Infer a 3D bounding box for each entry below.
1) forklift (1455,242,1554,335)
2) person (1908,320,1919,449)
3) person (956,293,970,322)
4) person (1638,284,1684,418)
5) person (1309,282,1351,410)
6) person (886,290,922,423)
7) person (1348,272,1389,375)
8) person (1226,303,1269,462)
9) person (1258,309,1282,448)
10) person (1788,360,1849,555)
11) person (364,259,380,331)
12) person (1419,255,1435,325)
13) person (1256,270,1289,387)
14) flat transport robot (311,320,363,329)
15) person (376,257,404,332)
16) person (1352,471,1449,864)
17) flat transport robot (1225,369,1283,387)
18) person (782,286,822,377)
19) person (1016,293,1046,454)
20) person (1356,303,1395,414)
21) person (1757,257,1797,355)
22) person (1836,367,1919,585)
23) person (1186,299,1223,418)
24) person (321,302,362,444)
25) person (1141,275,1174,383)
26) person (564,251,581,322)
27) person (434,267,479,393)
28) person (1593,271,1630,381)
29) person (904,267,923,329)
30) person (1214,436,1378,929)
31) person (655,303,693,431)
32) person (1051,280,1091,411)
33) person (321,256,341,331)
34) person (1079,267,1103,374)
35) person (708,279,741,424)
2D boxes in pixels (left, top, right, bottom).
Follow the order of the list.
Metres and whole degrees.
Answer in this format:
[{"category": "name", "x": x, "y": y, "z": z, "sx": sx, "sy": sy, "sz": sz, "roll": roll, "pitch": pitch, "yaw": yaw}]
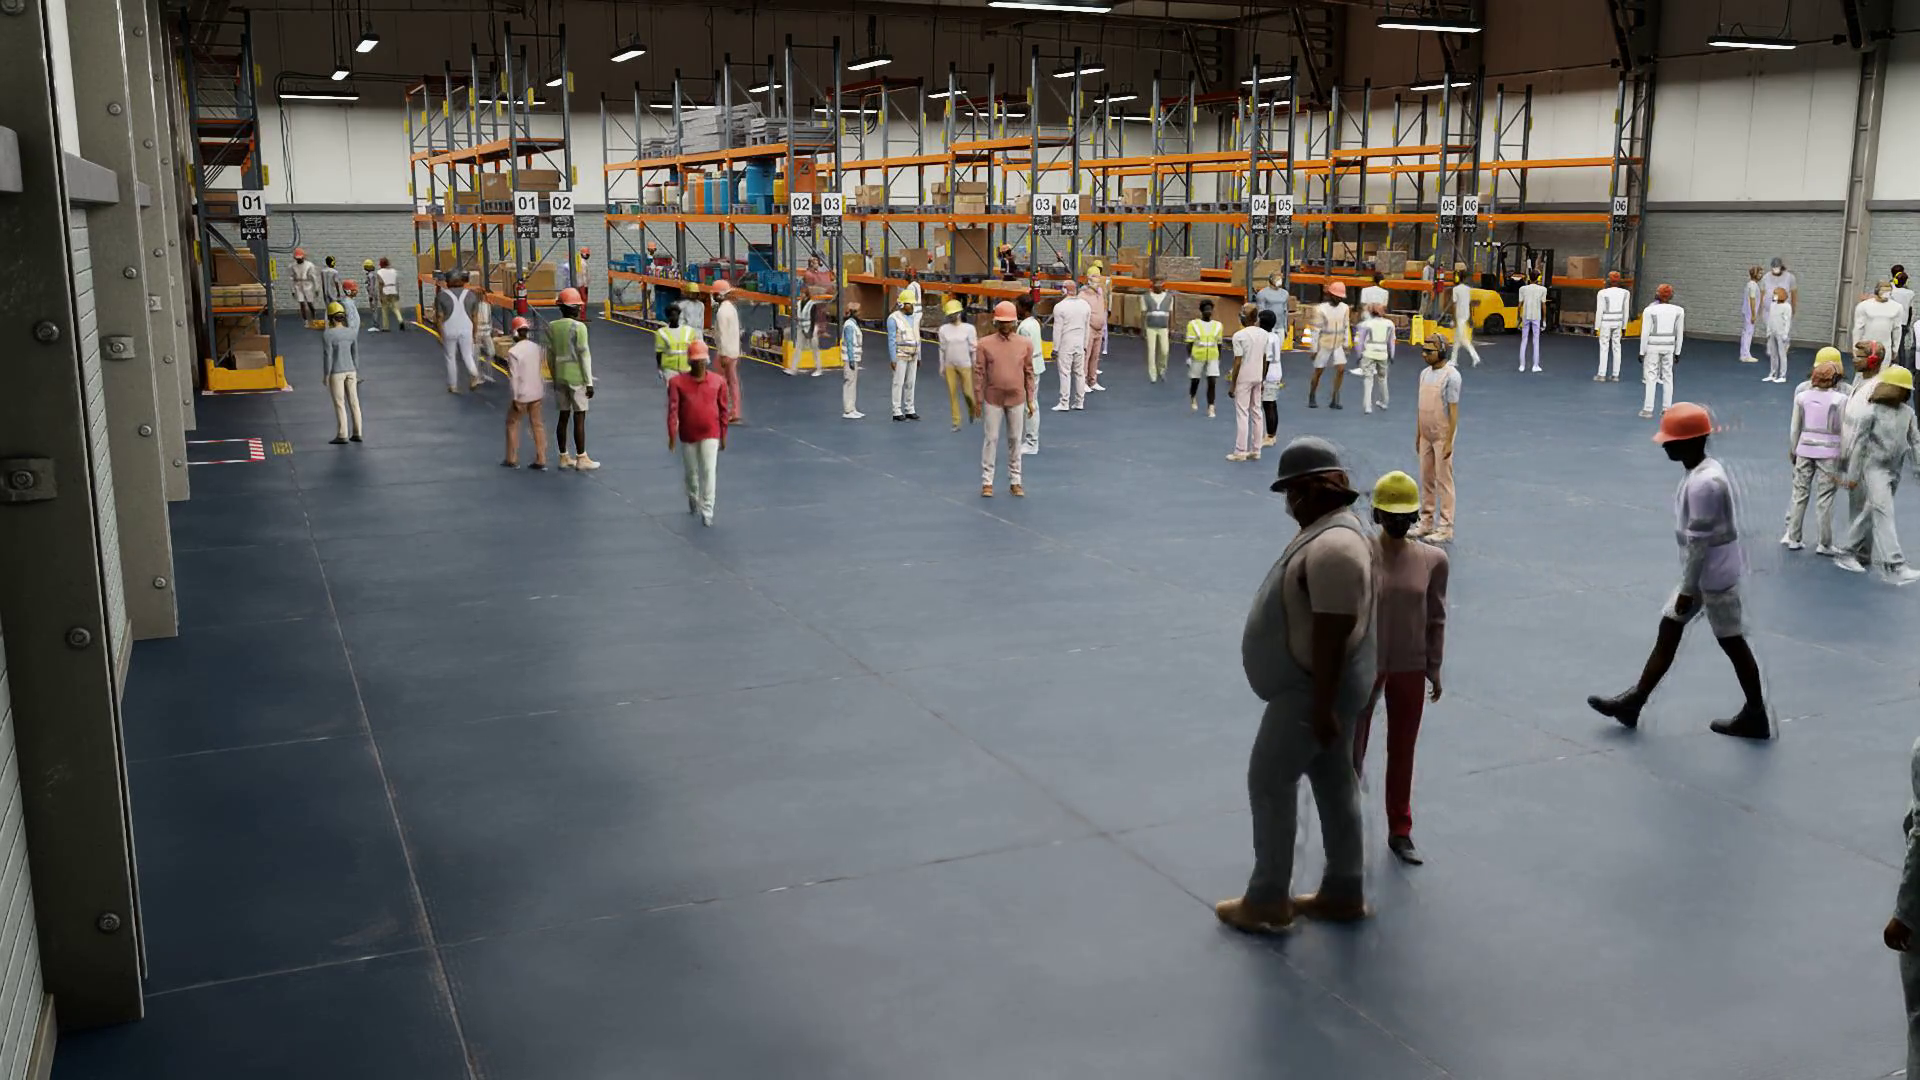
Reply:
[{"category": "forklift", "x": 13.047, "y": -6.049, "z": 39.881, "sx": 2.313, "sy": 2.155, "sz": 1.214, "roll": -5, "pitch": 12, "yaw": -23}, {"category": "person", "x": 11.771, "y": -2.019, "z": 20.131, "sx": 0.397, "sy": 1.911, "sz": 0.588, "roll": -5, "pitch": 12, "yaw": -25}, {"category": "person", "x": 0.059, "y": -6.269, "z": 41.864, "sx": 0.506, "sy": 1.863, "sz": 0.327, "roll": 9, "pitch": 15, "yaw": 40}, {"category": "person", "x": 9.868, "y": -2.659, "z": 23.445, "sx": 0.587, "sy": 1.882, "sz": 0.342, "roll": 0, "pitch": 11, "yaw": 1}, {"category": "person", "x": 5.439, "y": -2.846, "z": 24.418, "sx": 0.560, "sy": 1.872, "sz": 0.805, "roll": -3, "pitch": 12, "yaw": -15}, {"category": "person", "x": -0.748, "y": -2.538, "z": 22.980, "sx": 0.403, "sy": 1.825, "sz": 0.592, "roll": 10, "pitch": 15, "yaw": 40}, {"category": "person", "x": 7.323, "y": -3.873, "z": 29.762, "sx": 0.683, "sy": 1.828, "sz": 0.431, "roll": -1, "pitch": 11, "yaw": -7}, {"category": "person", "x": 3.331, "y": -1.820, "z": 19.280, "sx": 0.508, "sy": 1.846, "sz": 0.345, "roll": -7, "pitch": 13, "yaw": -32}, {"category": "person", "x": 3.794, "y": -1.986, "z": 20.491, "sx": 0.322, "sy": 1.699, "sz": 0.536, "roll": 5, "pitch": 12, "yaw": 23}, {"category": "person", "x": 7.283, "y": -0.698, "z": 14.094, "sx": 0.311, "sy": 1.642, "sz": 0.512, "roll": -7, "pitch": 13, "yaw": -33}, {"category": "person", "x": -14.394, "y": -5.974, "z": 40.649, "sx": 0.306, "sy": 1.745, "sz": 0.483, "roll": -3, "pitch": 12, "yaw": -17}, {"category": "person", "x": 12.118, "y": -6.456, "z": 42.954, "sx": 0.444, "sy": 1.810, "sz": 0.623, "roll": 8, "pitch": 14, "yaw": 36}, {"category": "person", "x": 5.169, "y": -3.479, "z": 27.473, "sx": 0.630, "sy": 1.940, "sz": 0.372, "roll": -6, "pitch": 13, "yaw": -30}, {"category": "flat transport robot", "x": -15.590, "y": -5.430, "z": 41.636, "sx": 0.652, "sy": 0.197, "sz": 1.431, "roll": 1, "pitch": 11, "yaw": 7}, {"category": "person", "x": -13.815, "y": -5.948, "z": 40.328, "sx": 0.687, "sy": 1.820, "sz": 0.589, "roll": 9, "pitch": 14, "yaw": 39}, {"category": "person", "x": 1.882, "y": 0.569, "z": 7.342, "sx": 0.525, "sy": 1.768, "sz": 0.312, "roll": 0, "pitch": 11, "yaw": -2}, {"category": "flat transport robot", "x": 4.912, "y": -2.715, "z": 27.842, "sx": 0.652, "sy": 0.197, "sz": 1.431, "roll": -1, "pitch": 11, "yaw": -4}, {"category": "person", "x": -2.735, "y": -3.643, "z": 29.156, "sx": 0.543, "sy": 1.588, "sz": 0.845, "roll": 10, "pitch": 15, "yaw": 42}, {"category": "person", "x": 0.818, "y": -1.986, "z": 19.936, "sx": 0.399, "sy": 1.920, "sz": 0.589, "roll": 2, "pitch": 11, "yaw": 12}, {"category": "person", "x": 6.012, "y": -2.645, "z": 24.129, "sx": 0.572, "sy": 1.589, "sz": 0.660, "roll": -1, "pitch": 11, "yaw": -4}, {"category": "person", "x": 16.530, "y": -4.755, "z": 33.696, "sx": 0.712, "sy": 2.000, "sz": 0.575, "roll": 7, "pitch": 13, "yaw": 33}, {"category": "person", "x": 7.298, "y": -0.508, "z": 13.035, "sx": 0.489, "sy": 1.675, "sz": 0.954, "roll": -4, "pitch": 12, "yaw": -20}, {"category": "person", "x": 3.452, "y": -2.588, "z": 23.595, "sx": 0.542, "sy": 1.679, "sz": 0.672, "roll": -1, "pitch": 11, "yaw": -4}, {"category": "person", "x": -7.766, "y": -2.085, "z": 20.831, "sx": 0.322, "sy": 1.767, "sz": 0.533, "roll": 6, "pitch": 13, "yaw": 28}, {"category": "person", "x": 3.338, "y": -3.566, "z": 28.191, "sx": 0.559, "sy": 1.830, "sz": 0.453, "roll": 0, "pitch": 11, "yaw": -3}, {"category": "person", "x": -10.059, "y": -6.636, "z": 43.626, "sx": 0.571, "sy": 1.884, "sz": 0.967, "roll": -5, "pitch": 12, "yaw": -25}, {"category": "person", "x": -8.037, "y": -3.351, "z": 26.561, "sx": 0.692, "sy": 2.000, "sz": 0.685, "roll": -7, "pitch": 13, "yaw": -33}, {"category": "person", "x": 11.172, "y": -3.665, "z": 28.557, "sx": 0.585, "sy": 1.882, "sz": 0.343, "roll": -1, "pitch": 11, "yaw": -6}, {"category": "person", "x": -0.884, "y": -4.125, "z": 30.900, "sx": 0.359, "sy": 1.882, "sz": 0.575, "roll": 2, "pitch": 11, "yaw": 10}, {"category": "person", "x": 1.364, "y": 0.543, "z": 6.770, "sx": 0.737, "sy": 2.000, "sz": 0.713, "roll": 3, "pitch": 12, "yaw": 17}, {"category": "person", "x": -3.758, "y": -2.279, "z": 22.004, "sx": 0.558, "sy": 1.684, "sz": 0.362, "roll": -5, "pitch": 12, "yaw": -23}, {"category": "person", "x": 1.592, "y": -2.827, "z": 24.251, "sx": 0.641, "sy": 1.905, "sz": 0.410, "roll": -8, "pitch": 13, "yaw": -34}, {"category": "person", "x": -14.983, "y": -5.832, "z": 39.648, "sx": 0.499, "sy": 1.861, "sz": 0.333, "roll": 4, "pitch": 12, "yaw": 20}, {"category": "person", "x": 2.376, "y": -3.952, "z": 29.943, "sx": 0.404, "sy": 1.919, "sz": 0.586, "roll": -8, "pitch": 13, "yaw": -34}, {"category": "person", "x": -3.248, "y": -2.552, "z": 22.652, "sx": 0.546, "sy": 1.975, "sz": 0.657, "roll": 2, "pitch": 11, "yaw": 8}]
